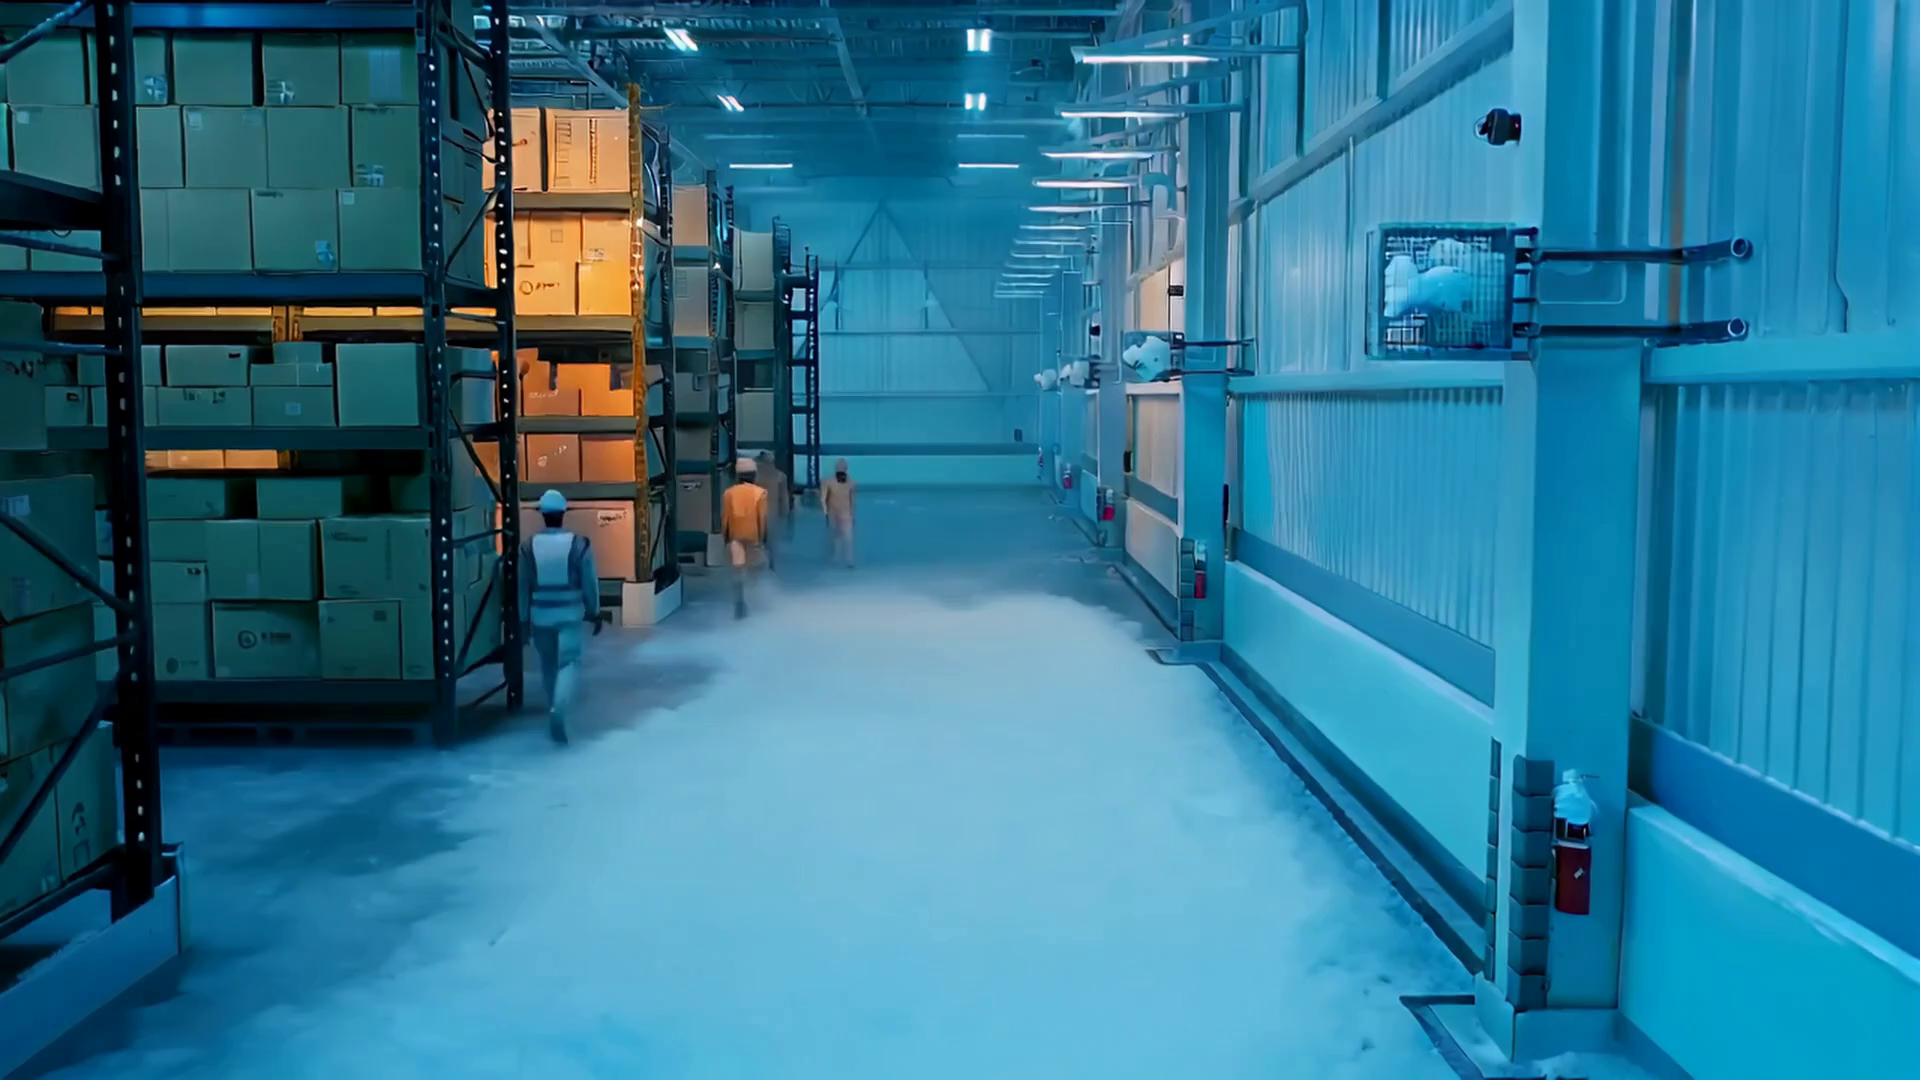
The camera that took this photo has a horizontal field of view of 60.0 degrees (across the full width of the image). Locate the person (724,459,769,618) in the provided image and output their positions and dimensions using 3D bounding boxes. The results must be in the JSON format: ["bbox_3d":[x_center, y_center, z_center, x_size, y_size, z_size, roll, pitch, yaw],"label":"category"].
[{"bbox_3d":[-2.555,-0.032,19.982,0.566,1.881,0.989,0,5,3],"label":"person"}]

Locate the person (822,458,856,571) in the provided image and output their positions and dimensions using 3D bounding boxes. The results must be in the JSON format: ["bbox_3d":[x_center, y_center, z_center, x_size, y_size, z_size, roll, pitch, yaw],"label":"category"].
[{"bbox_3d":[-1.850,-0.401,25.341,0.554,1.713,0.909,-1,5,-16],"label":"person"}]

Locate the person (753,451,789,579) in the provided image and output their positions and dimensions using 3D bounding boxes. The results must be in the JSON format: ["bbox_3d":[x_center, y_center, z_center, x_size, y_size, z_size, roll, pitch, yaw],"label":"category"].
[{"bbox_3d":[-2.818,-0.372,24.194,0.644,1.856,1.014,0,5,-3],"label":"person"}]

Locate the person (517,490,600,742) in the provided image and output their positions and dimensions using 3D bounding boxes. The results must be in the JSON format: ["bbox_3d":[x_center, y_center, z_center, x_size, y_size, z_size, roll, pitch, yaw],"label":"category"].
[{"bbox_3d":[-3.101,0.579,12.742,0.606,1.919,0.859,0,5,1],"label":"person"}]

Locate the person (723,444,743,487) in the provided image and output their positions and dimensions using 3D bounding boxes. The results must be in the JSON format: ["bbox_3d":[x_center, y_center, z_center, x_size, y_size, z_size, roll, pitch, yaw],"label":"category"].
[{"bbox_3d":[-3.899,-0.759,28.835,0.414,1.822,0.615,4,6,40],"label":"person"}]
